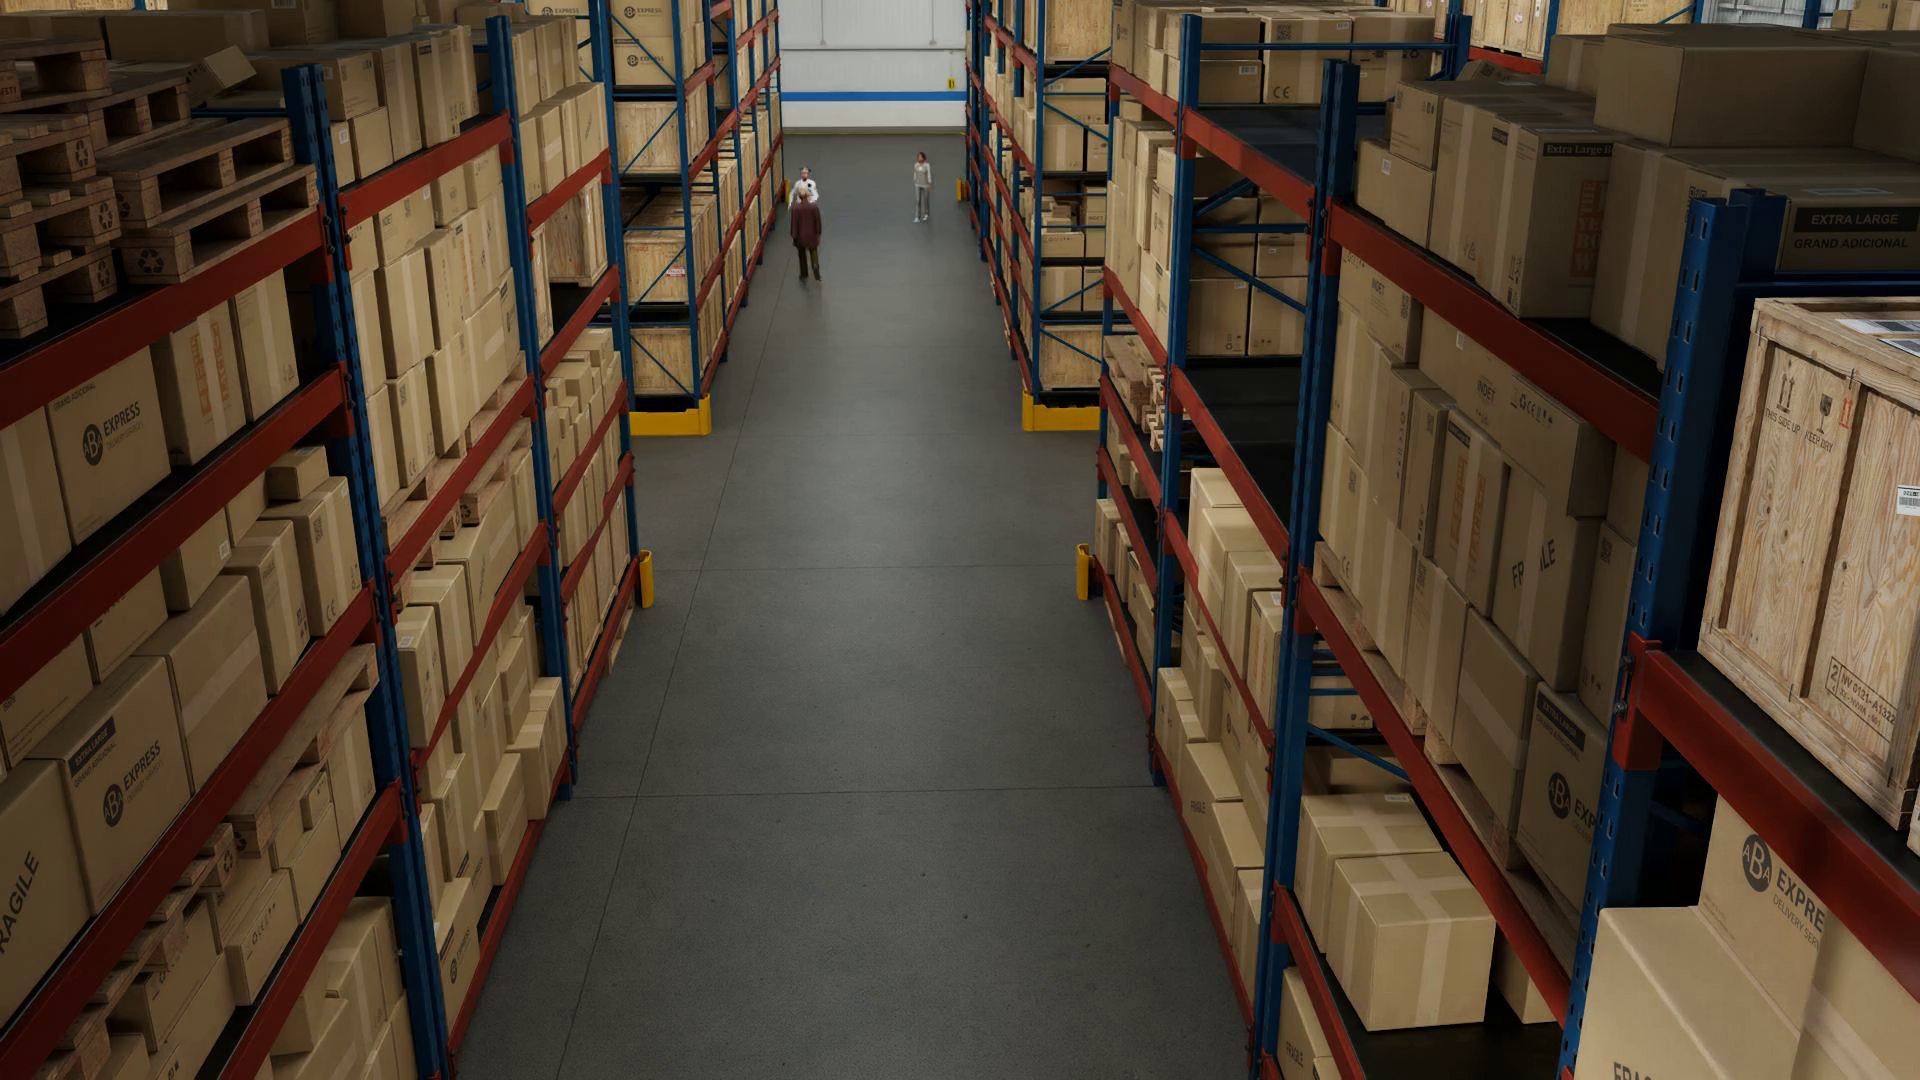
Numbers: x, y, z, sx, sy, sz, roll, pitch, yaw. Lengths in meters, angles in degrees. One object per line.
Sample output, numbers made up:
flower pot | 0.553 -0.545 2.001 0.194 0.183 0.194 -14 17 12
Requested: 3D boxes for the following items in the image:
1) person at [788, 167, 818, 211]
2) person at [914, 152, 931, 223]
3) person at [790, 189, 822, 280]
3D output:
person | -3.429 -7.295 36.290 0.662 1.680 0.623 -3 21 -9
person | -0.885 -8.234 38.815 0.420 1.599 0.738 4 21 9
person | -2.984 -5.905 32.256 0.609 1.777 0.694 -5 21 -13
